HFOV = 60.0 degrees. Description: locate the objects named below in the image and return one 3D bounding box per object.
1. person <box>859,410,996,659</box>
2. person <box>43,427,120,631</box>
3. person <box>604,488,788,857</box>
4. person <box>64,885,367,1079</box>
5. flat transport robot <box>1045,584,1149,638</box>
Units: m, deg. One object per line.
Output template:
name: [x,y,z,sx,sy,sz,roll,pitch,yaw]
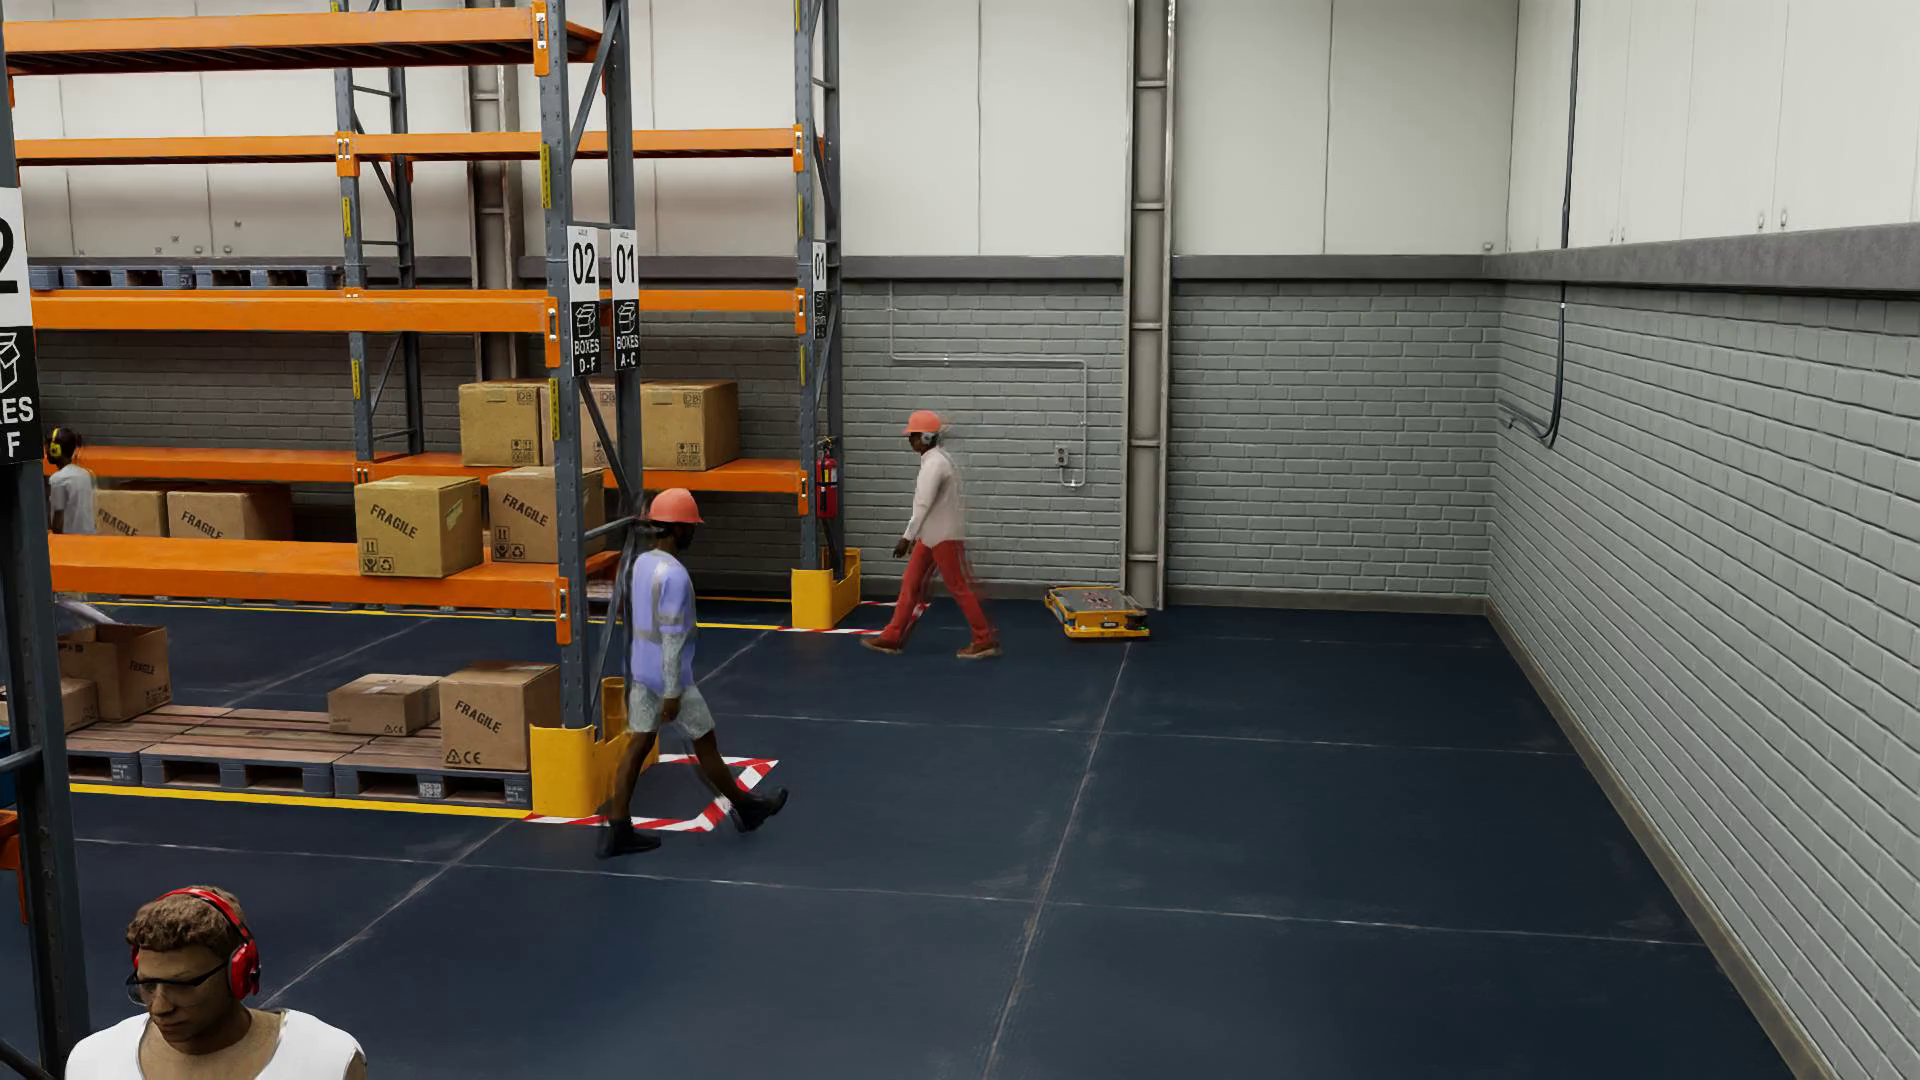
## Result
person: [-0.211,-0.031,12.833,1.060,1.937,0.610,-1,9,-8]
person: [-6.544,0.075,12.411,0.590,1.849,0.530,-1,9,-5]
person: [-1.415,0.666,8.632,1.023,1.876,0.550,-7,11,-35]
person: [-1.432,1.548,3.283,0.572,1.843,0.373,-1,9,-4]
flat transport robot: [1.143,0.588,14.108,0.652,0.197,1.431,-1,9,-5]
